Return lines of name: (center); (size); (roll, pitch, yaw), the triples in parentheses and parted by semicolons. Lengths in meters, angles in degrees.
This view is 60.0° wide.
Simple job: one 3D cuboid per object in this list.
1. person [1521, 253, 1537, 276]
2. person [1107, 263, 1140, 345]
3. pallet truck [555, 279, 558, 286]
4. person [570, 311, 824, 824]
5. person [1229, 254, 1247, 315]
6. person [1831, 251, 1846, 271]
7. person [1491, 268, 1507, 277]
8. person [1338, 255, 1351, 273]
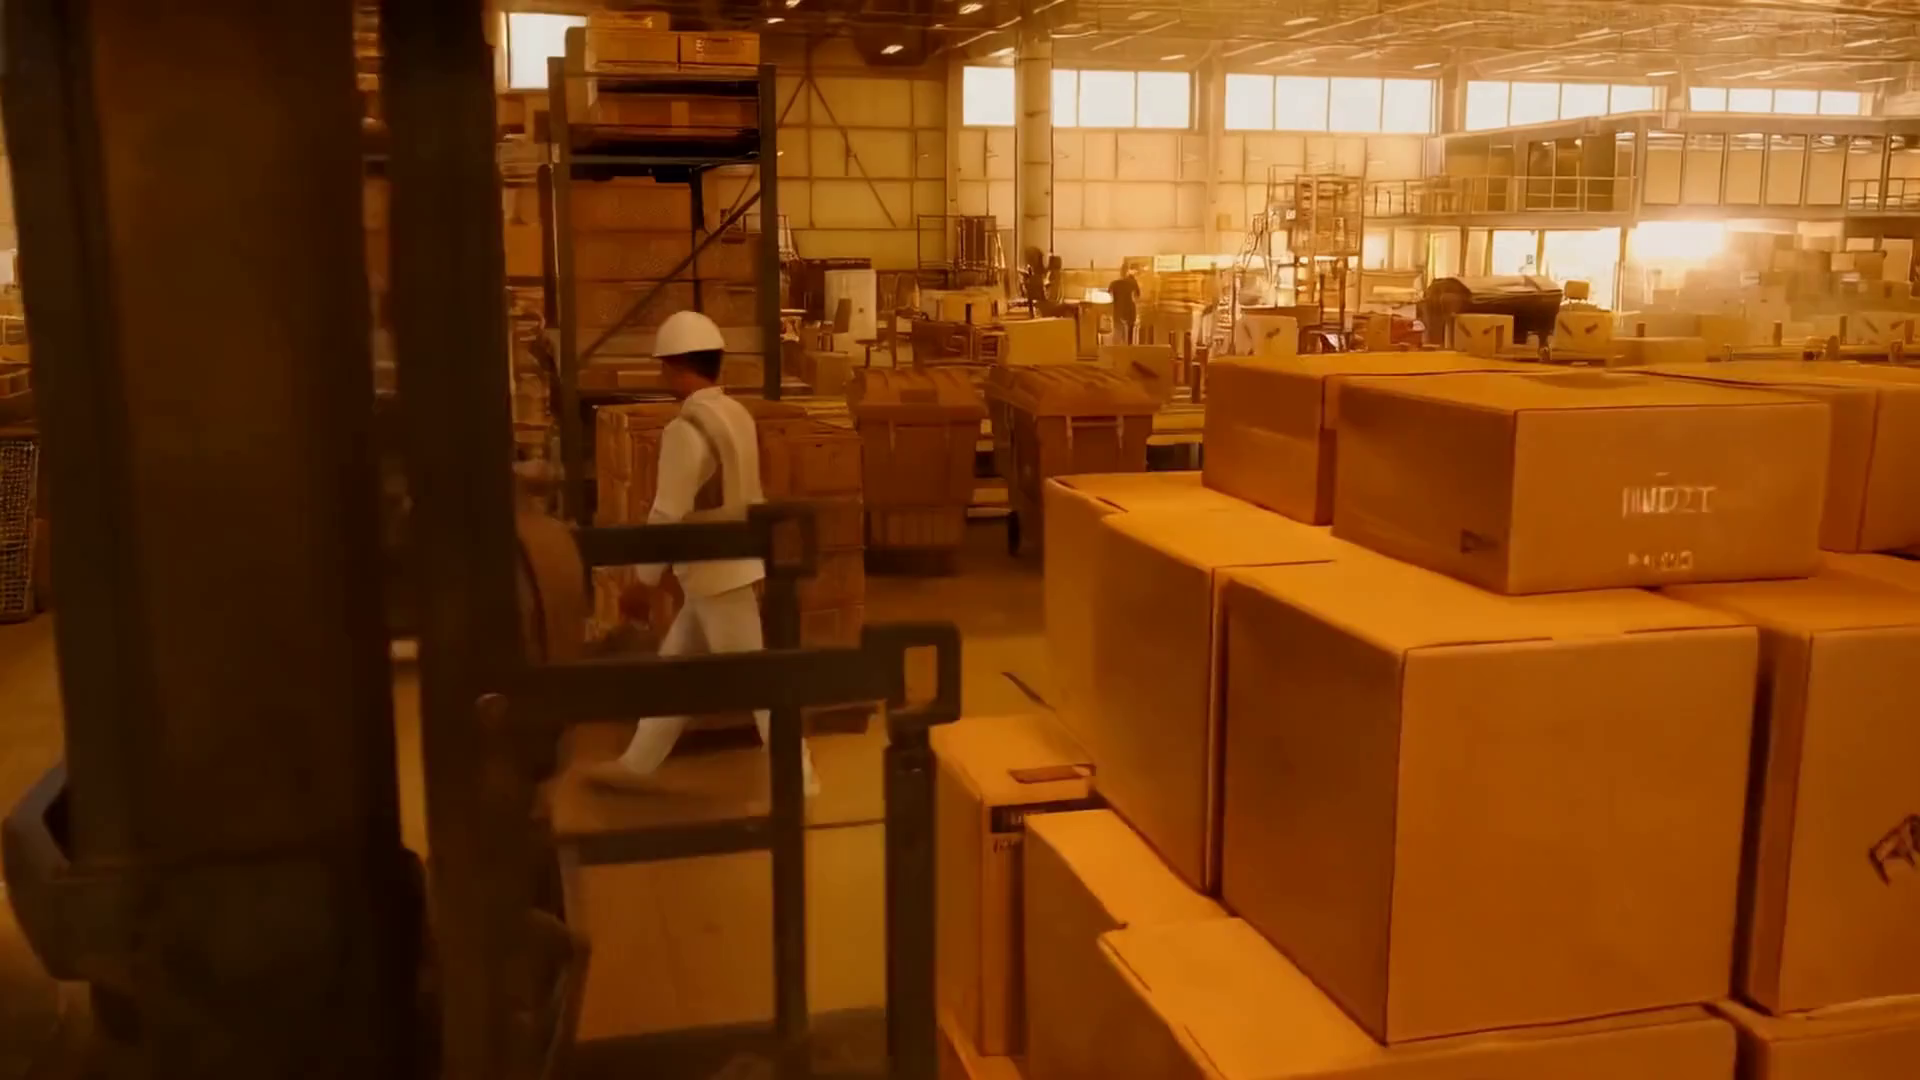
person: (17.833, -7.989, 51.946); (0.546, 1.914, 0.722); (-6, 12, -30)
person: (2.768, -3.758, 28.196); (0.559, 1.825, 0.944); (0, 10, 1)
pallet truck: (-10.604, -6.375, 44.520); (0.653, 1.274, 1.630); (-3, 10, -15)
person: (-0.968, 0.118, 6.094); (1.010, 1.878, 0.593); (1, 10, 6)
person: (8.323, -7.579, 49.695); (0.574, 1.883, 0.355); (-3, 10, -14)
person: (22.832, -6.536, 43.358); (0.605, 2.036, 0.388); (-3, 10, -14)
person: (9.756, -4.077, 30.313); (0.922, 1.720, 0.520); (6, 12, 31)
person: (13.912, -9.385, 59.876); (0.610, 1.885, 0.902); (-8, 13, -40)
